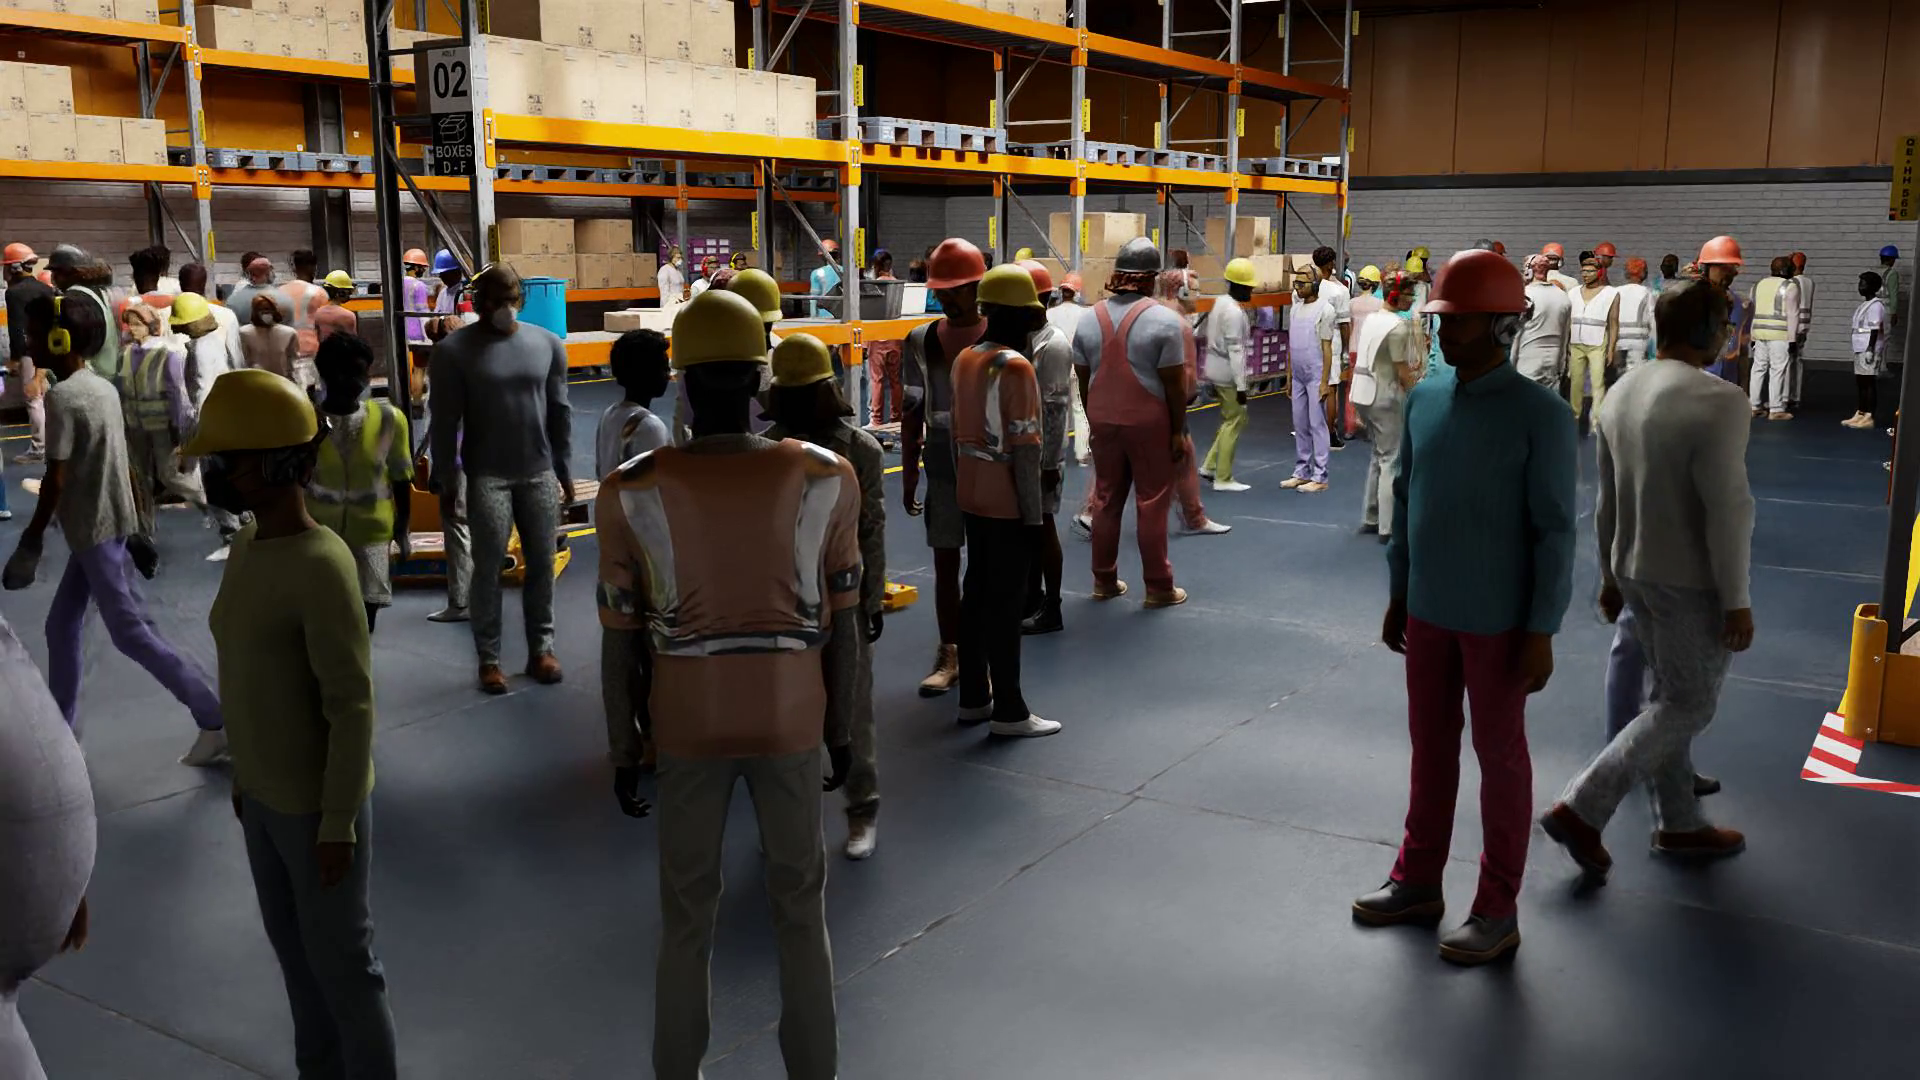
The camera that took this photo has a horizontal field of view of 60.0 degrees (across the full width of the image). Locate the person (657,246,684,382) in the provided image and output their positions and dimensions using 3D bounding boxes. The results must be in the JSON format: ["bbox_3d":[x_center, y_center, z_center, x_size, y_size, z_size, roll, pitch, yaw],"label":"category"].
[{"bbox_3d":[-4.101,-3.226,23.805,0.373,1.935,0.627,2,10,11],"label":"person"}]

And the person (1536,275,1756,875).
[{"bbox_3d":[2.214,0.132,5.249,0.756,1.920,0.655,-2,10,-10],"label":"person"}]

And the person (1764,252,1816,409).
[{"bbox_3d":[10.036,-2.518,20.045,0.585,1.879,0.358,-7,12,-34],"label":"person"}]

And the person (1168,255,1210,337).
[{"bbox_3d":[3.522,-3.537,25.770,0.694,1.865,0.882,-1,10,-4],"label":"person"}]

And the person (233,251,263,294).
[{"bbox_3d":[-7.481,-2.076,17.526,0.401,1.905,0.611,-5,11,-25],"label":"person"}]

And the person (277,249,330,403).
[{"bbox_3d":[-6.357,-1.854,16.219,0.613,1.928,0.667,5,11,24],"label":"person"}]

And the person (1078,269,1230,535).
[{"bbox_3d":[1.304,-0.902,11.233,1.059,1.844,0.659,-1,10,-4],"label":"person"}]

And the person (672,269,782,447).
[{"bbox_3d":[-1.054,-0.299,7.710,0.653,1.894,0.401,-10,14,-43],"label":"person"}]

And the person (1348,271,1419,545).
[{"bbox_3d":[2.849,-0.887,11.164,0.463,1.822,0.563,0,10,0],"label":"person"}]

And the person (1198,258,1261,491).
[{"bbox_3d":[2.170,-1.308,13.319,0.397,1.888,0.637,0,10,-1],"label":"person"}]

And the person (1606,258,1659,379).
[{"bbox_3d":[7.109,-2.064,17.642,0.586,1.838,0.976,10,14,44],"label":"person"}]

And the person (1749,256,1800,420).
[{"bbox_3d":[9.234,-2.284,18.848,0.429,1.840,0.627,-4,11,-20],"label":"person"}]

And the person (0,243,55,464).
[{"bbox_3d":[-8.448,-1.692,15.137,0.379,1.994,0.611,0,10,2],"label":"person"}]

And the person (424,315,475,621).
[{"bbox_3d":[-2.673,-0.385,8.909,0.313,1.631,0.525,2,10,9],"label":"person"}]

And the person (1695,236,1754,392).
[{"bbox_3d":[5.016,-0.999,11.147,0.607,2.048,0.365,-2,10,-10],"label":"person"}]

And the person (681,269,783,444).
[{"bbox_3d":[-0.818,-0.130,6.718,0.589,1.912,0.398,-7,12,-34],"label":"person"}]

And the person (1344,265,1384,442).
[{"bbox_3d":[4.087,-1.866,16.733,0.525,1.769,0.309,8,13,39],"label":"person"}]

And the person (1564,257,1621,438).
[{"bbox_3d":[6.476,-1.971,17.092,0.373,1.843,0.571,-9,14,-41],"label":"person"}]

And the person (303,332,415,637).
[{"bbox_3d":[-2.480,-0.006,6.693,0.577,1.659,0.649,-3,11,-16],"label":"person"}]

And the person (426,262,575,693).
[{"bbox_3d":[-2.060,-0.279,7.508,0.648,1.922,0.401,-7,12,-33],"label":"person"}]

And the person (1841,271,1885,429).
[{"bbox_3d":[9.775,-2.045,17.938,0.318,1.690,0.530,2,10,13],"label":"person"}]

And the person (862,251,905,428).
[{"bbox_3d":[-0.789,-2.098,17.635,0.599,1.909,0.402,-9,13,-40],"label":"person"}]

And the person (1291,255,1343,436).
[{"bbox_3d":[3.665,-1.984,17.040,0.397,1.901,0.642,-8,13,-36],"label":"person"}]

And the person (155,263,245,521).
[{"bbox_3d":[-5.548,-1.088,12.169,0.593,1.863,1.043,-3,11,-19],"label":"person"}]

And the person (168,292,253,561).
[{"bbox_3d":[-4.758,-0.730,10.620,0.384,1.697,0.671,-3,11,-16],"label":"person"}]

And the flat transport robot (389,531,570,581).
[{"bbox_3d":[-3.115,0.099,9.989,1.431,0.197,0.652,-1,10,-6],"label":"flat transport robot"}]

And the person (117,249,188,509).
[{"bbox_3d":[-6.029,-1.194,12.485,0.424,1.949,0.643,5,11,26],"label":"person"}]

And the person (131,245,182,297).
[{"bbox_3d":[-8.333,-2.100,17.473,0.607,1.966,0.366,-3,11,-15],"label":"person"}]

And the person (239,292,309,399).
[{"bbox_3d":[-5.471,-1.164,13.243,0.561,1.616,0.314,-9,13,-40],"label":"person"}]

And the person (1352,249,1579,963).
[{"bbox_3d":[1.434,0.189,4.710,0.389,1.996,0.612,-6,12,-29],"label":"person"}]

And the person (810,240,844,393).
[{"bbox_3d":[-1.683,-2.926,21.895,0.622,2.030,0.405,-4,11,-23],"label":"person"}]

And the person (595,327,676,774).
[{"bbox_3d":[-1.217,0.038,6.371,0.317,1.695,0.540,-6,12,-30],"label":"person"}]
